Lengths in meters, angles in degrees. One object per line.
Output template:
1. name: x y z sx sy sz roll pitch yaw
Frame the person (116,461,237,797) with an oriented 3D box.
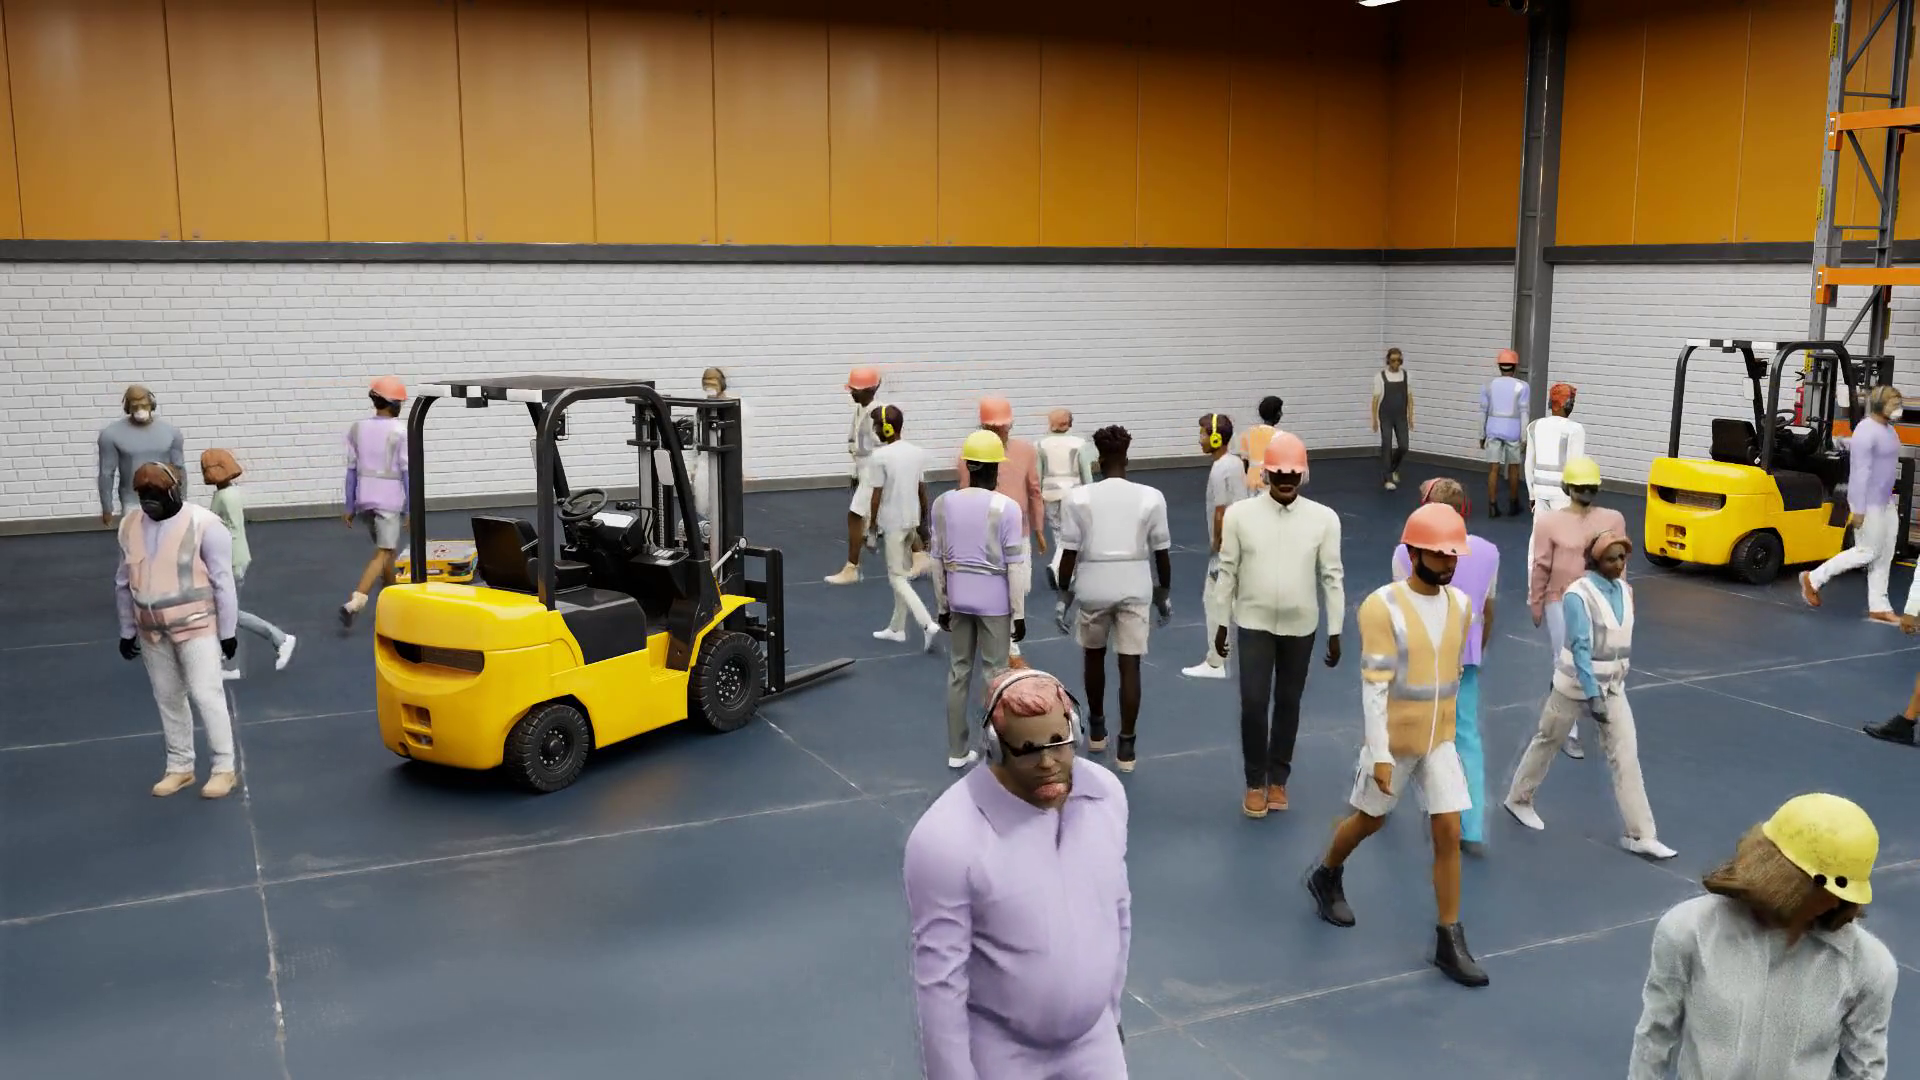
1. person: -4.153 0.479 8.816 0.652 1.825 0.433 2 9 12

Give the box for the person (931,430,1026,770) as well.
1. person: 0.116 0.349 9.268 0.584 1.928 0.367 6 11 31

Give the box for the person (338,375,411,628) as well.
1. person: -4.601 -0.290 13.072 0.635 2.000 0.941 4 10 22

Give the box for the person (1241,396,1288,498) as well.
1. person: 2.901 -0.503 15.385 0.867 1.646 0.545 -7 11 -36

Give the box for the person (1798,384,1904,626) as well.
1. person: 7.207 -0.289 13.262 0.641 1.921 0.754 -8 12 -42

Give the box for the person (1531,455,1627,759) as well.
1. person: 3.616 0.353 9.800 0.527 1.745 0.726 0 9 -2

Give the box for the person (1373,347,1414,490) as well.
1. person: 5.577 -1.567 21.439 0.532 1.836 0.452 0 9 -1

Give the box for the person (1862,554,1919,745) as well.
1. person: 5.678 0.340 9.460 0.560 1.892 0.982 -4 10 -25

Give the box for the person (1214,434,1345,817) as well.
1. person: 1.635 0.450 8.480 0.652 1.972 0.630 1 9 4

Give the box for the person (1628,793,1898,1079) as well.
1. person: 1.759 1.358 3.720 0.520 1.703 0.405 3 10 20

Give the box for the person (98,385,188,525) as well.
1. person: -6.605 -0.318 13.457 0.660 1.913 0.701 -7 11 -36

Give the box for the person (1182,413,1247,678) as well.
1. person: 1.840 0.055 11.342 0.536 1.847 0.551 5 10 26

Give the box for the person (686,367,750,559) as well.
1. person: -2.270 -0.657 15.561 0.627 1.919 0.449 1 9 9

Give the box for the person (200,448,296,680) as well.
1. person: -4.922 0.169 11.358 0.527 1.616 0.496 -5 10 -29

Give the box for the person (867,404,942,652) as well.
1. person: -0.399 -0.085 12.300 0.784 1.832 0.545 8 12 42

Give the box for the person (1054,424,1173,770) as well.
1. person: 0.876 0.311 9.526 0.675 1.918 0.847 0 9 2

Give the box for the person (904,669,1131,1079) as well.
1. person: 0.171 1.214 4.046 0.660 1.879 0.448 -6 11 -33

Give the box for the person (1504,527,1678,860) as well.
1. person: 3.062 0.711 8.096 0.506 1.583 0.926 -5 11 -30

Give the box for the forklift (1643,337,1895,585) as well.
1. forklift: 7.551 -0.789 15.507 2.313 2.155 1.214 -4 10 -25

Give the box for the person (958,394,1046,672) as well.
1. person: 0.259 -0.072 11.777 0.635 1.963 0.737 -4 10 -25

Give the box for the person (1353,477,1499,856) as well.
1. person: 2.337 0.585 8.224 0.578 1.791 0.964 -2 9 -10

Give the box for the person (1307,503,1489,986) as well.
1. person: 1.803 0.767 6.803 0.543 1.902 0.965 -3 10 -20

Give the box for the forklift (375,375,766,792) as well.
1. forklift: -2.268 0.149 9.685 1.214 2.155 2.313 6 11 32

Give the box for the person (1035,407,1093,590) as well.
1. person: 0.893 -0.365 14.673 0.531 1.607 0.683 3 10 19

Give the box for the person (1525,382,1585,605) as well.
1. person: 4.960 -0.366 13.832 0.356 1.887 0.574 -6 11 -32

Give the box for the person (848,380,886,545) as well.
1. person: -0.949 -0.863 17.126 0.403 1.826 0.596 2 9 12

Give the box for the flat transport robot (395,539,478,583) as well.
1. flat transport robot: -4.824 0.185 15.410 0.652 0.197 1.431 -2 9 -12

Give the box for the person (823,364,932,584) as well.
1. person: -0.692 -0.583 14.866 0.981 2.000 0.629 0 9 -2

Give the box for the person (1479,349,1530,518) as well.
1. person: 6.224 -1.209 18.987 0.566 1.934 0.561 5 11 30
